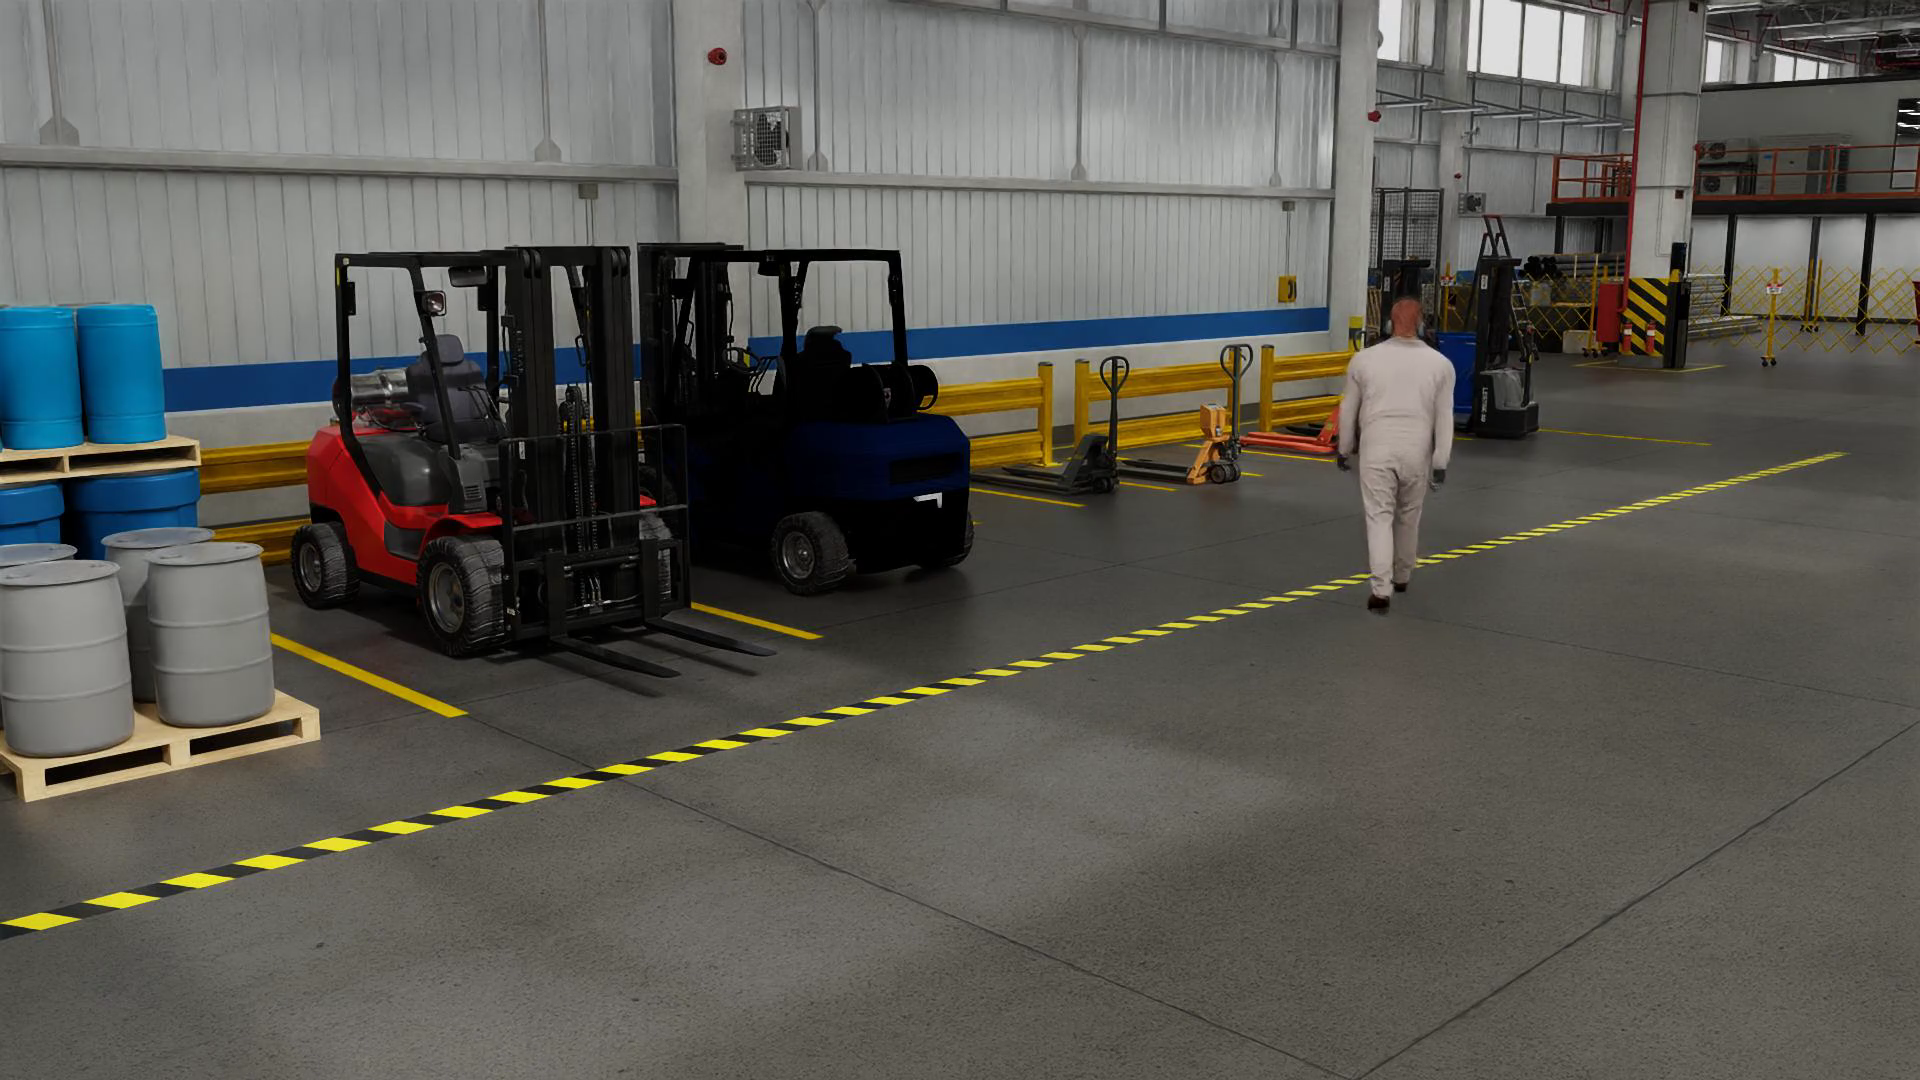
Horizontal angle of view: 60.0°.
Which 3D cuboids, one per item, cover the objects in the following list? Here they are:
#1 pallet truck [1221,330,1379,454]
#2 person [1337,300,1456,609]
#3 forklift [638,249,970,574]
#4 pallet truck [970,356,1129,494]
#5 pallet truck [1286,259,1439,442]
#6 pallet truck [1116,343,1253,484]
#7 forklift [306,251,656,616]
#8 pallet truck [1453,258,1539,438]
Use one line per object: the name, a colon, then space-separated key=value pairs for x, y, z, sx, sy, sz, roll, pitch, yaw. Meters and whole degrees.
pallet truck: x=3.563 y=-1.581 z=17.381 sx=0.653 sy=1.274 sz=1.630 roll=-10 pitch=14 yaw=-44
person: x=2.653 y=-0.529 z=10.150 sx=0.654 sy=1.858 sz=1.008 roll=1 pitch=10 yaw=6
forklift: x=-1.173 y=-0.958 z=11.239 sx=2.680 sy=1.987 sz=1.157 roll=10 pitch=14 yaw=43
pallet truck: x=0.784 y=-1.085 z=14.876 sx=0.680 sy=1.201 sz=1.601 roll=-10 pitch=14 yaw=-44
pallet truck: x=4.493 y=-2.078 z=18.196 sx=0.823 sy=1.965 sz=1.885 roll=-9 pitch=14 yaw=-40
pallet truck: x=1.962 y=-1.215 z=15.415 sx=1.522 sy=1.261 sz=0.704 roll=10 pitch=14 yaw=43
forklift: x=-2.833 y=-0.669 z=9.694 sx=1.157 sy=1.987 sz=2.680 roll=-10 pitch=14 yaw=-44
pallet truck: x=5.704 y=-2.208 z=18.901 sx=1.885 sy=1.965 sz=0.823 roll=10 pitch=14 yaw=43
